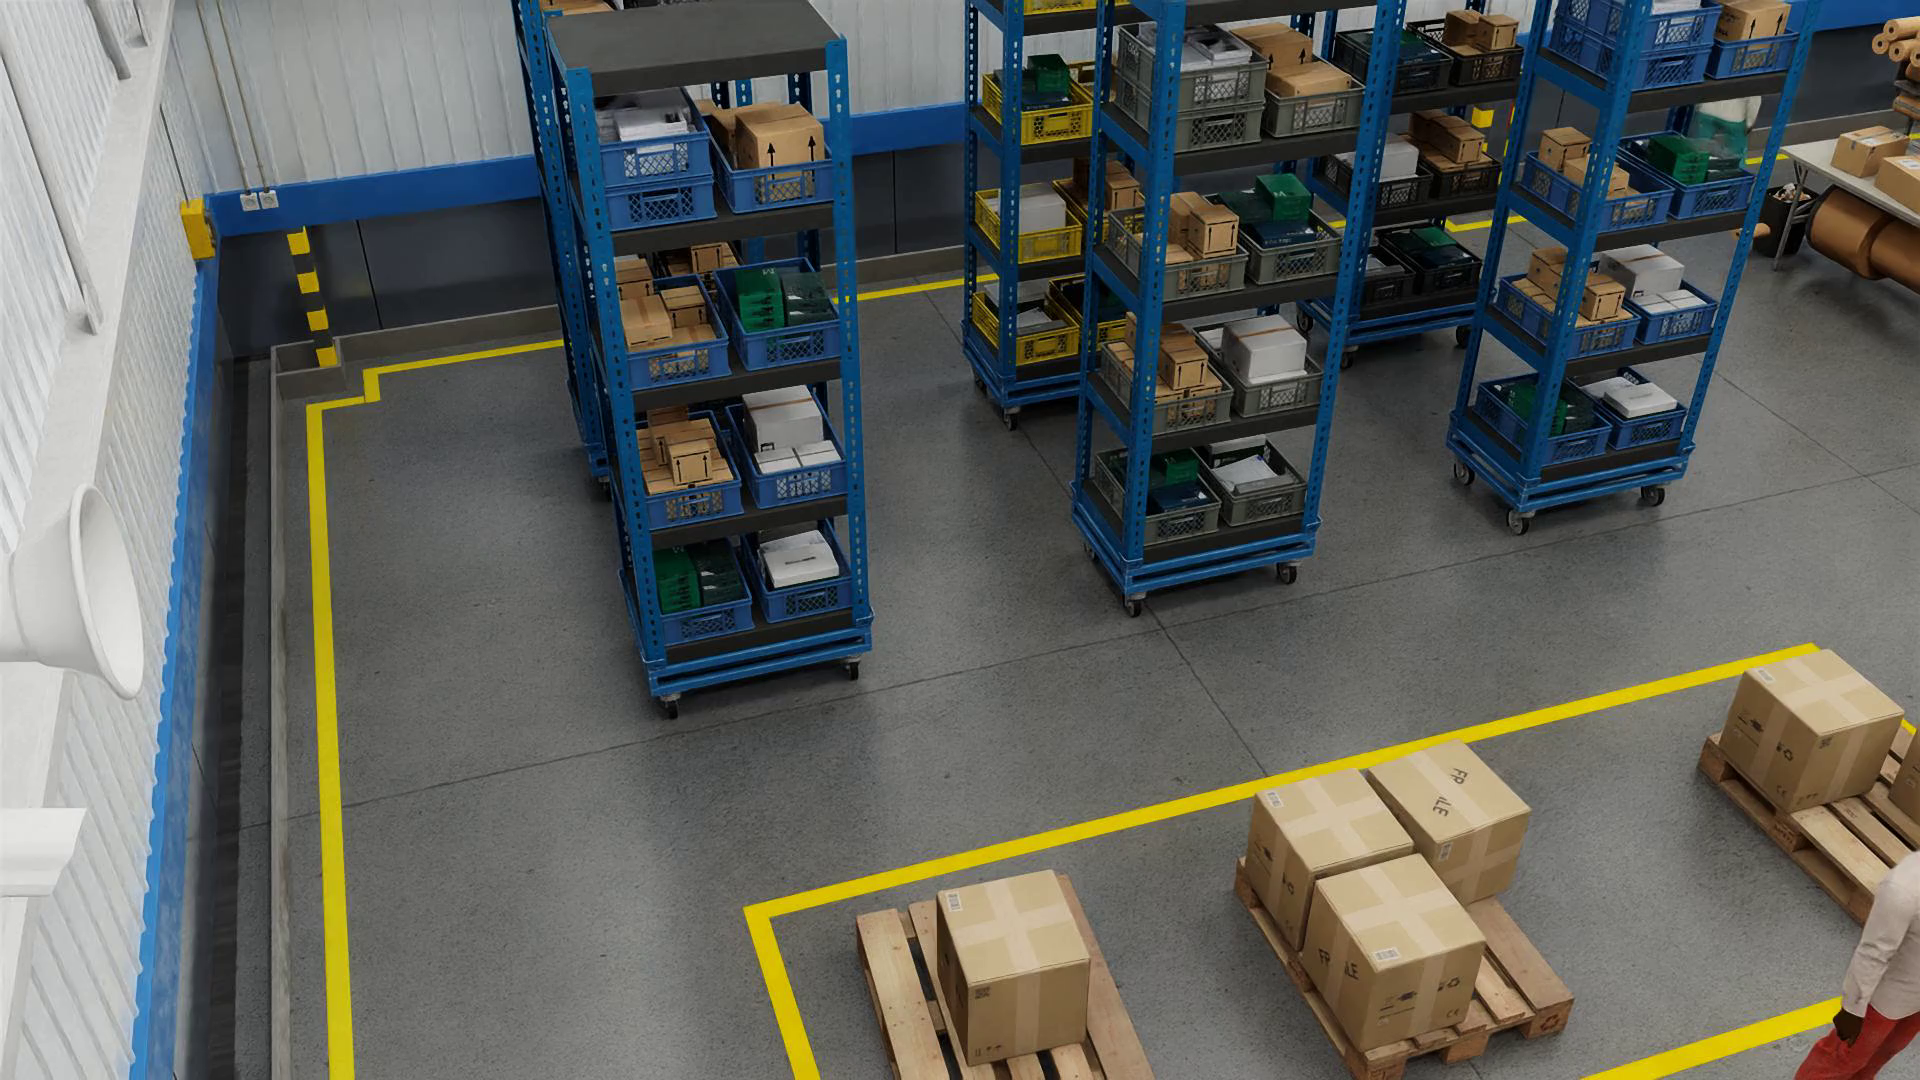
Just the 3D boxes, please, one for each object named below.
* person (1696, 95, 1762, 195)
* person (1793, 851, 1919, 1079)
[{"bbox_3d":[6.383,-3.547,13.842,0.572,1.706,0.575,28,44,33],"label":"person"},{"bbox_3d":[3.537,1.661,6.204,0.621,1.991,0.394,-15,38,-20],"label":"person"}]
